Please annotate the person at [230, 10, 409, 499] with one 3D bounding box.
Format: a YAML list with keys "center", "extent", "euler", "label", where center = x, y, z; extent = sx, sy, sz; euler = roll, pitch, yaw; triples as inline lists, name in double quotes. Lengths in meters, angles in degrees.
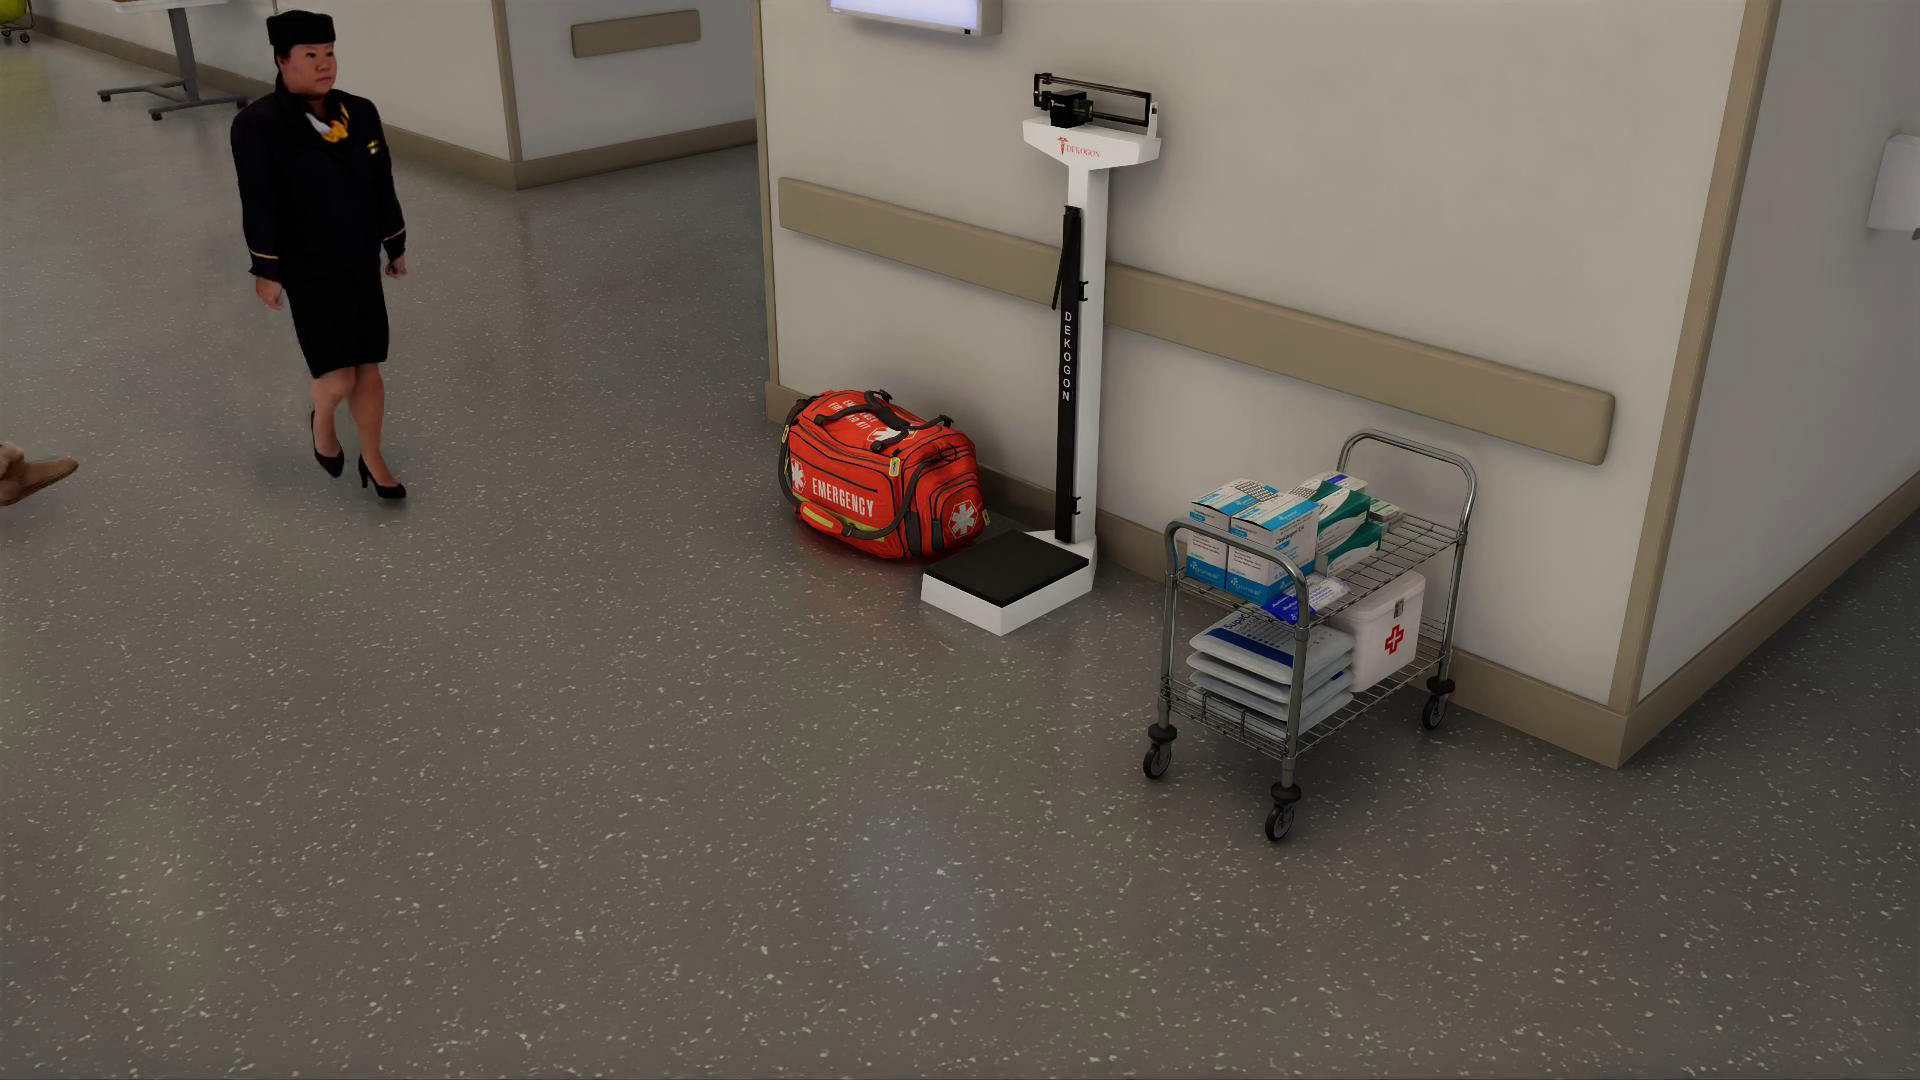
- center: [-2.155, -0.923, 5.618]
  extent: [0.717, 1.662, 0.730]
  euler: [20, 32, 36]
  label: "person"
